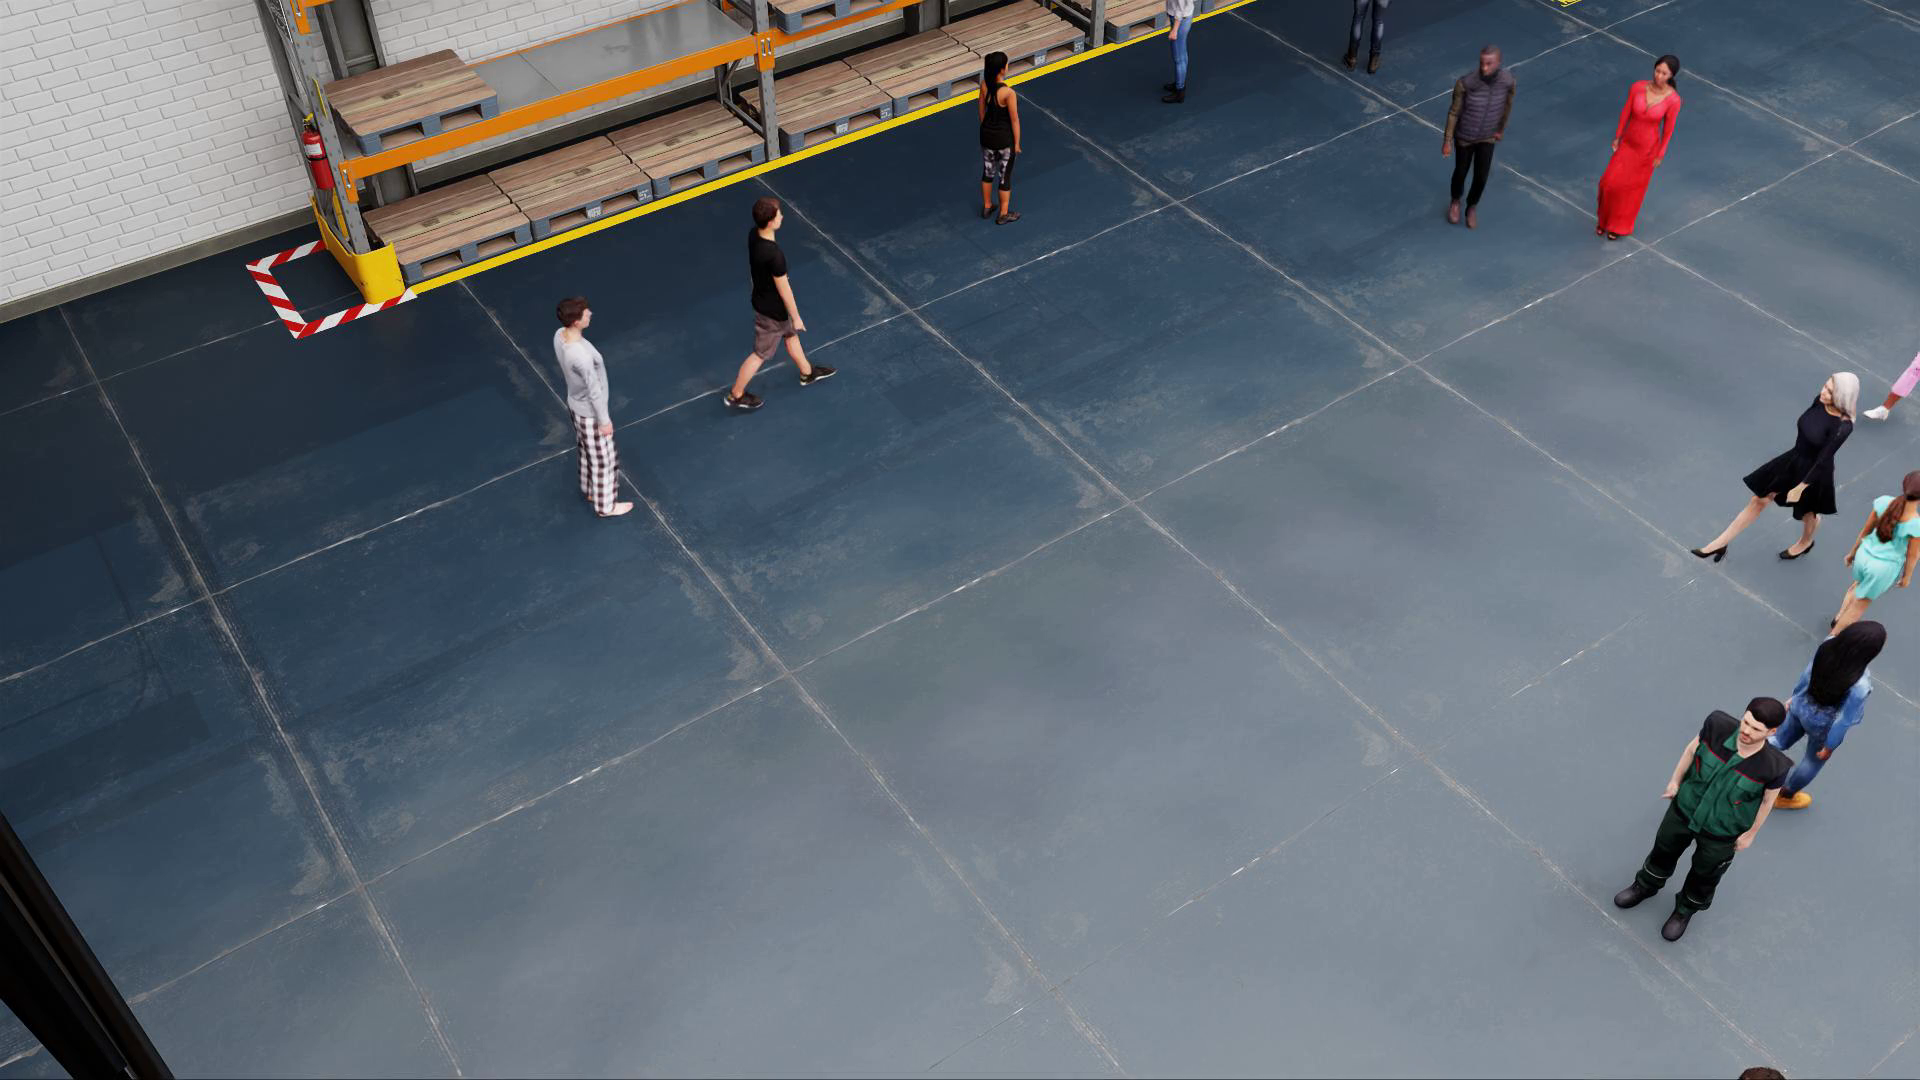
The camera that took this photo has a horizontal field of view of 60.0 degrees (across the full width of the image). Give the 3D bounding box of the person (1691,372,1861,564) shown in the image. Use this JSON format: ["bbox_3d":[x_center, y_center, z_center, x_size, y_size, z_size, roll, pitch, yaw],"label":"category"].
[{"bbox_3d":[5.894,-0.437,11.467,1.215,1.700,0.973,-4,44,-4],"label":"person"}]

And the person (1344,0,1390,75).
[{"bbox_3d":[4.199,-5.671,16.819,0.845,1.897,0.910,5,44,5],"label":"person"}]

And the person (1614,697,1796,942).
[{"bbox_3d":[4.190,1.515,9.273,0.600,1.901,0.695,-31,52,-28],"label":"person"}]

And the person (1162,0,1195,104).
[{"bbox_3d":[2.184,-5.120,16.433,0.732,1.631,0.665,8,44,8],"label":"person"}]

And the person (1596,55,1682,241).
[{"bbox_3d":[5.983,-3.449,14.577,0.720,1.773,0.749,28,50,27],"label":"person"}]

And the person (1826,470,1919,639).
[{"bbox_3d":[5.986,0.177,10.934,0.685,1.547,0.603,-17,46,-17],"label":"person"}]

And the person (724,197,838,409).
[{"bbox_3d":[-1.540,-1.776,12.786,1.269,1.821,0.864,-17,46,-17],"label":"person"}]

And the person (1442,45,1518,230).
[{"bbox_3d":[4.570,-3.591,14.709,0.864,1.796,0.930,-3,44,-3],"label":"person"}]

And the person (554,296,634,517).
[{"bbox_3d":[-2.658,-0.946,11.895,0.527,1.847,0.623,-23,48,-23],"label":"person"}]

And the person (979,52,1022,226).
[{"bbox_3d":[0.338,-3.592,14.808,0.624,1.661,0.585,31,51,28],"label":"person"}]

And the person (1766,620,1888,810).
[{"bbox_3d":[4.987,1.098,9.864,1.096,1.689,0.876,-7,44,-8],"label":"person"}]
